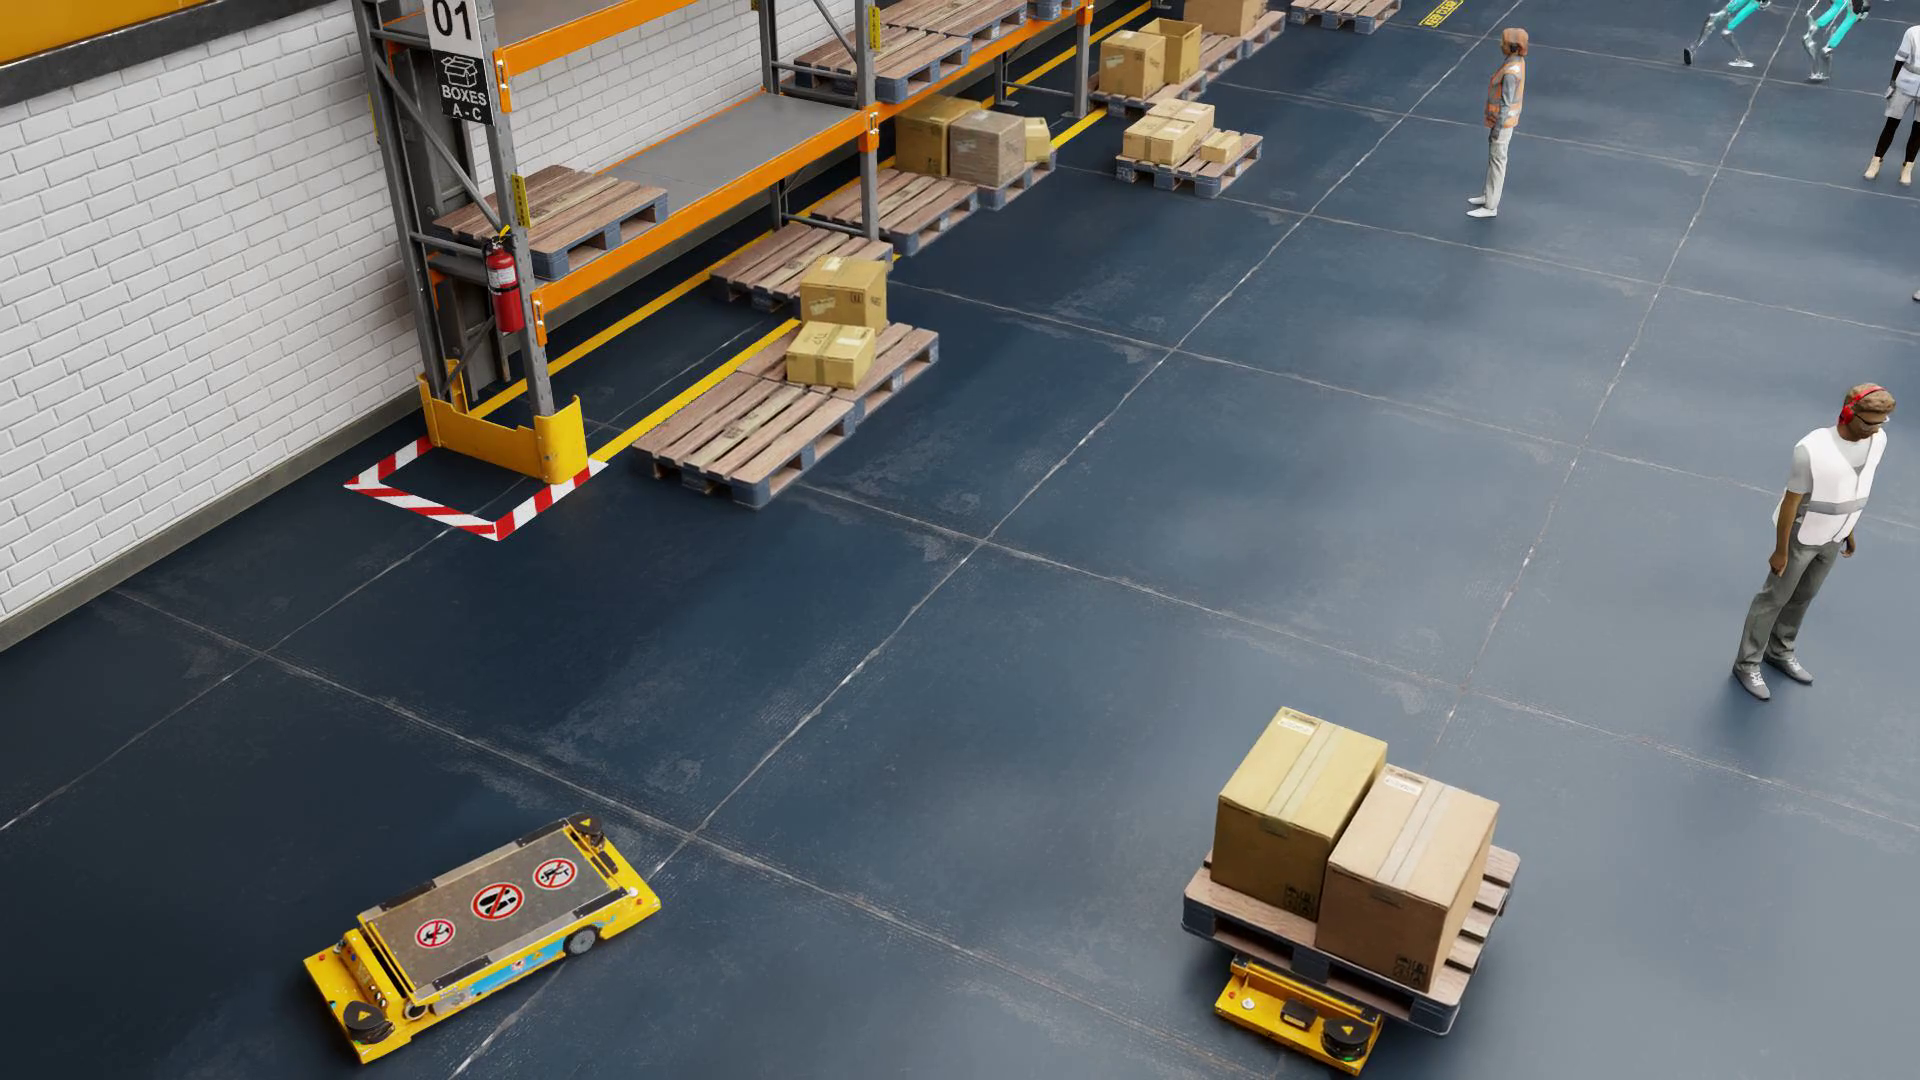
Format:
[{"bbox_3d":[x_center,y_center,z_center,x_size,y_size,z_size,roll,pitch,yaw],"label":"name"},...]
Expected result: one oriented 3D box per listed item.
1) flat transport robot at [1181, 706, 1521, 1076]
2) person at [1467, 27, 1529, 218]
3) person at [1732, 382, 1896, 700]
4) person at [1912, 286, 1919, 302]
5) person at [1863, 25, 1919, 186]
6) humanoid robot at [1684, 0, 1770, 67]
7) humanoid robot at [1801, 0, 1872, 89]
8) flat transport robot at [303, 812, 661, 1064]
[{"bbox_3d":[1.744,1.743,7.510,0.659,0.231,1.431,19,38,26],"label":"flat transport robot"},{"bbox_3d":[4.663,-3.599,14.347,0.306,1.641,0.512,10,35,15],"label":"person"},{"bbox_3d":[4.481,-0.017,8.751,0.562,1.837,0.391,-14,36,-20],"label":"person"},{"bbox_3d":[7.873,-2.691,12.786,0.562,1.849,0.390,17,37,24],"label":"person"},{"bbox_3d":[8.627,-4.048,14.975,0.532,1.697,0.319,17,37,24],"label":"person"},{"bbox_3d":[8.254,-5.873,17.728,0.923,1.789,0.559,2,34,3],"label":"humanoid robot"},{"bbox_3d":[9.086,-5.536,17.258,0.693,1.875,0.537,-9,35,-13],"label":"humanoid robot"},{"bbox_3d":[-2.142,1.750,7.500,1.431,0.231,0.659,-23,40,-31],"label":"flat transport robot"}]
